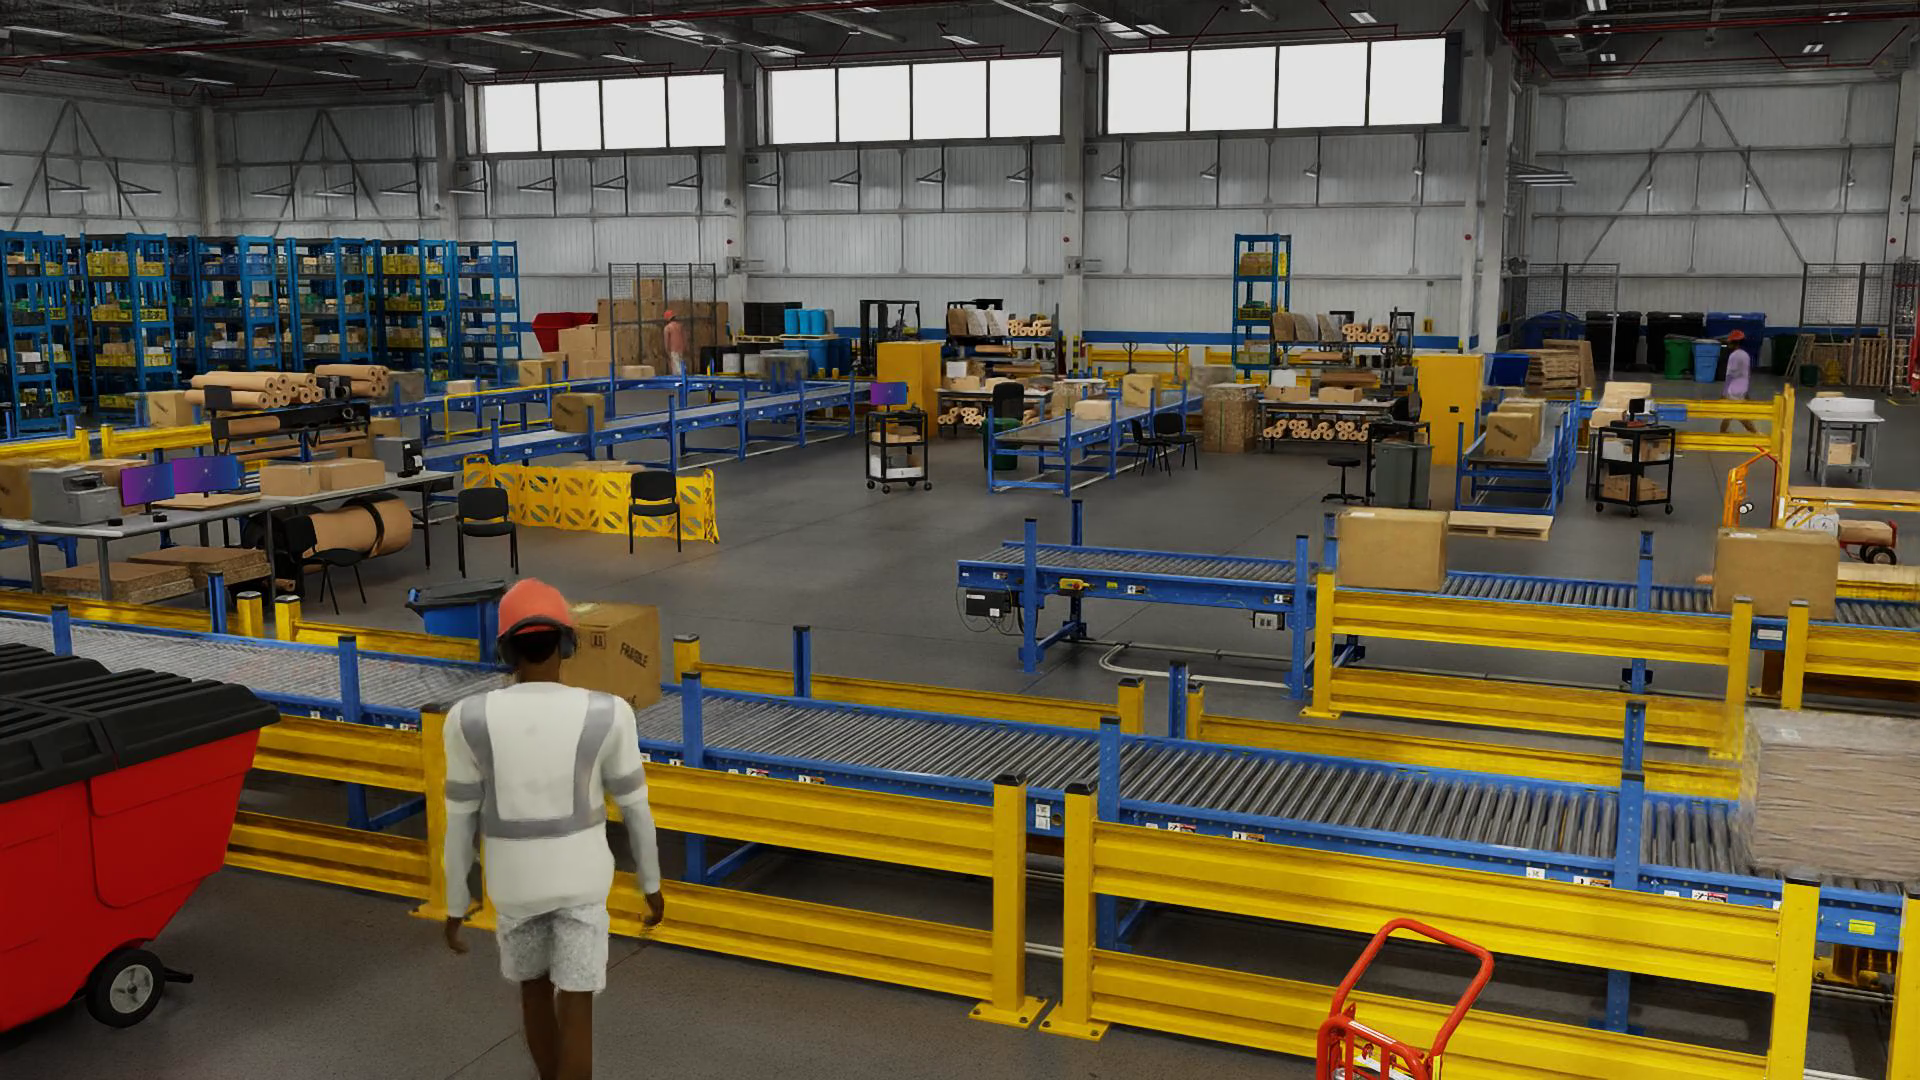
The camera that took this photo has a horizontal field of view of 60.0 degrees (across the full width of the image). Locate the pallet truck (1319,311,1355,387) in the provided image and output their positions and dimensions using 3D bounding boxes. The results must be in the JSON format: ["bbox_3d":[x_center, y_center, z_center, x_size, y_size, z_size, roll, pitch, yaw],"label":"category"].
[{"bbox_3d":[9.071,-4.419,39.190,0.823,1.965,1.885,5,10,26],"label":"pallet truck"}]

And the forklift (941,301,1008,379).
[{"bbox_3d":[0.365,-4.966,41.571,1.157,1.987,2.680,3,10,20],"label":"forklift"}]

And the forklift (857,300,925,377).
[{"bbox_3d":[-1.732,-5.109,42.468,1.157,1.987,2.680,4,10,22],"label":"forklift"}]

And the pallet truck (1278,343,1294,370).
[{"bbox_3d":[7.886,-4.163,39.743,0.653,1.274,1.630,4,10,22],"label":"pallet truck"}]

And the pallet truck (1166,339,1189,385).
[{"bbox_3d":[5.418,-4.269,40.420,0.704,1.261,1.522,3,10,20],"label":"pallet truck"}]

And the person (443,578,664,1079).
[{"bbox_3d":[-1.342,1.122,5.533,0.687,2.015,0.594,-1,9,-7],"label":"person"}]

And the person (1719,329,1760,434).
[{"bbox_3d":[12.865,-2.471,27.392,0.990,2.008,0.603,8,12,41],"label":"person"}]

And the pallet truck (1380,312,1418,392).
[{"bbox_3d":[10.207,-4.283,38.369,0.823,1.965,1.885,3,10,20],"label":"pallet truck"}]

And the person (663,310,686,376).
[{"bbox_3d":[-6.957,-4.692,40.999,0.818,1.954,0.658,5,11,30],"label":"person"}]

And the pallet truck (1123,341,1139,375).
[{"bbox_3d":[4.445,-4.380,41.279,0.680,1.201,1.601,4,10,22],"label":"pallet truck"}]

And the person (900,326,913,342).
[{"bbox_3d":[-1.110,-3.619,35.062,0.363,1.751,0.557,-2,10,-13],"label":"person"}]
